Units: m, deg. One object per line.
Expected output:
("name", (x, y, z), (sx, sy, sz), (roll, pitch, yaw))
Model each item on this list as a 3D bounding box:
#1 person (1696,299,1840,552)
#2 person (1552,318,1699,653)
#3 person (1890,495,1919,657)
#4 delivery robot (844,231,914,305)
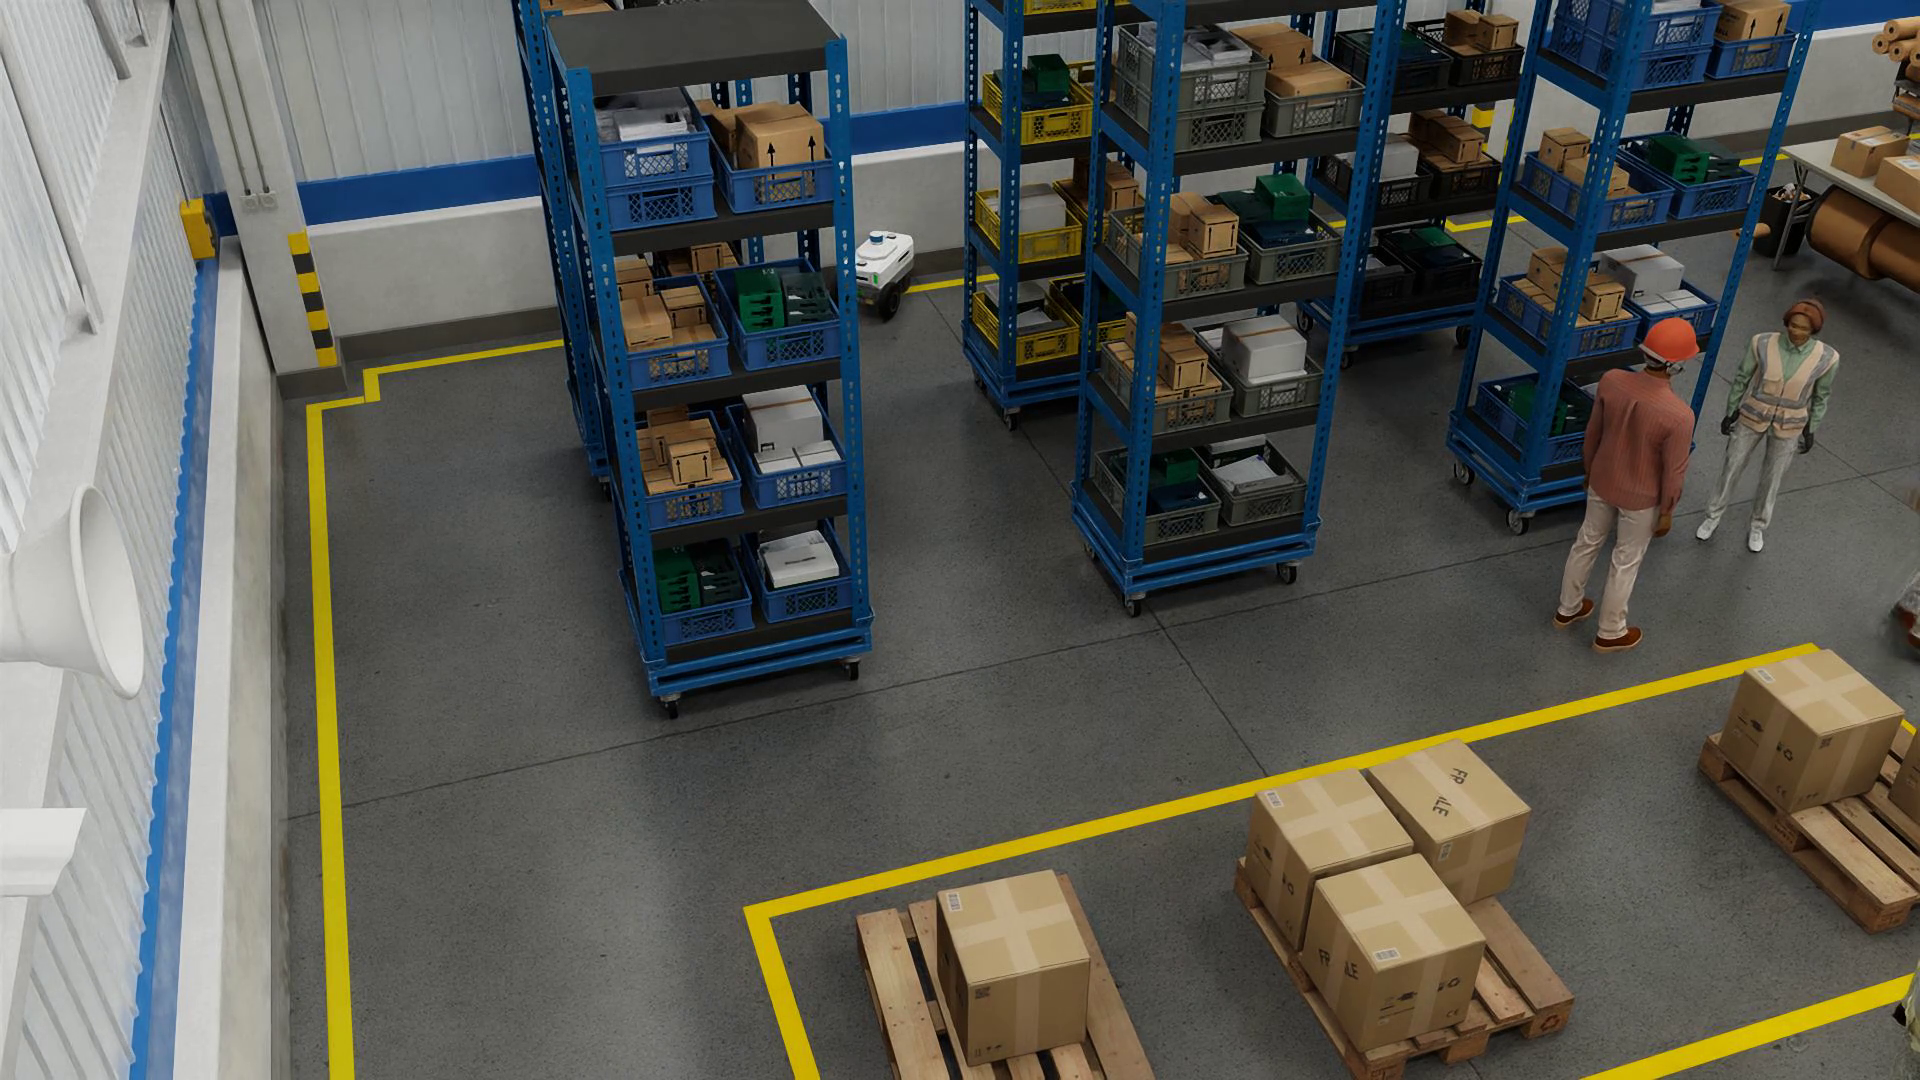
("person", (4.777, -0.678, 9.815), (0.525, 1.636, 0.307), (16, 38, 21))
("person", (3.605, -0.288, 8.955), (0.377, 1.995, 0.608), (-20, 40, -26))
("person", (5.558, -0.184, 8.898), (0.706, 1.885, 0.675), (-9, 36, -12))
("delivery robot", (-0.631, -2.124, 12.720), (0.477, 0.478, 0.707), (14, 37, 19))
